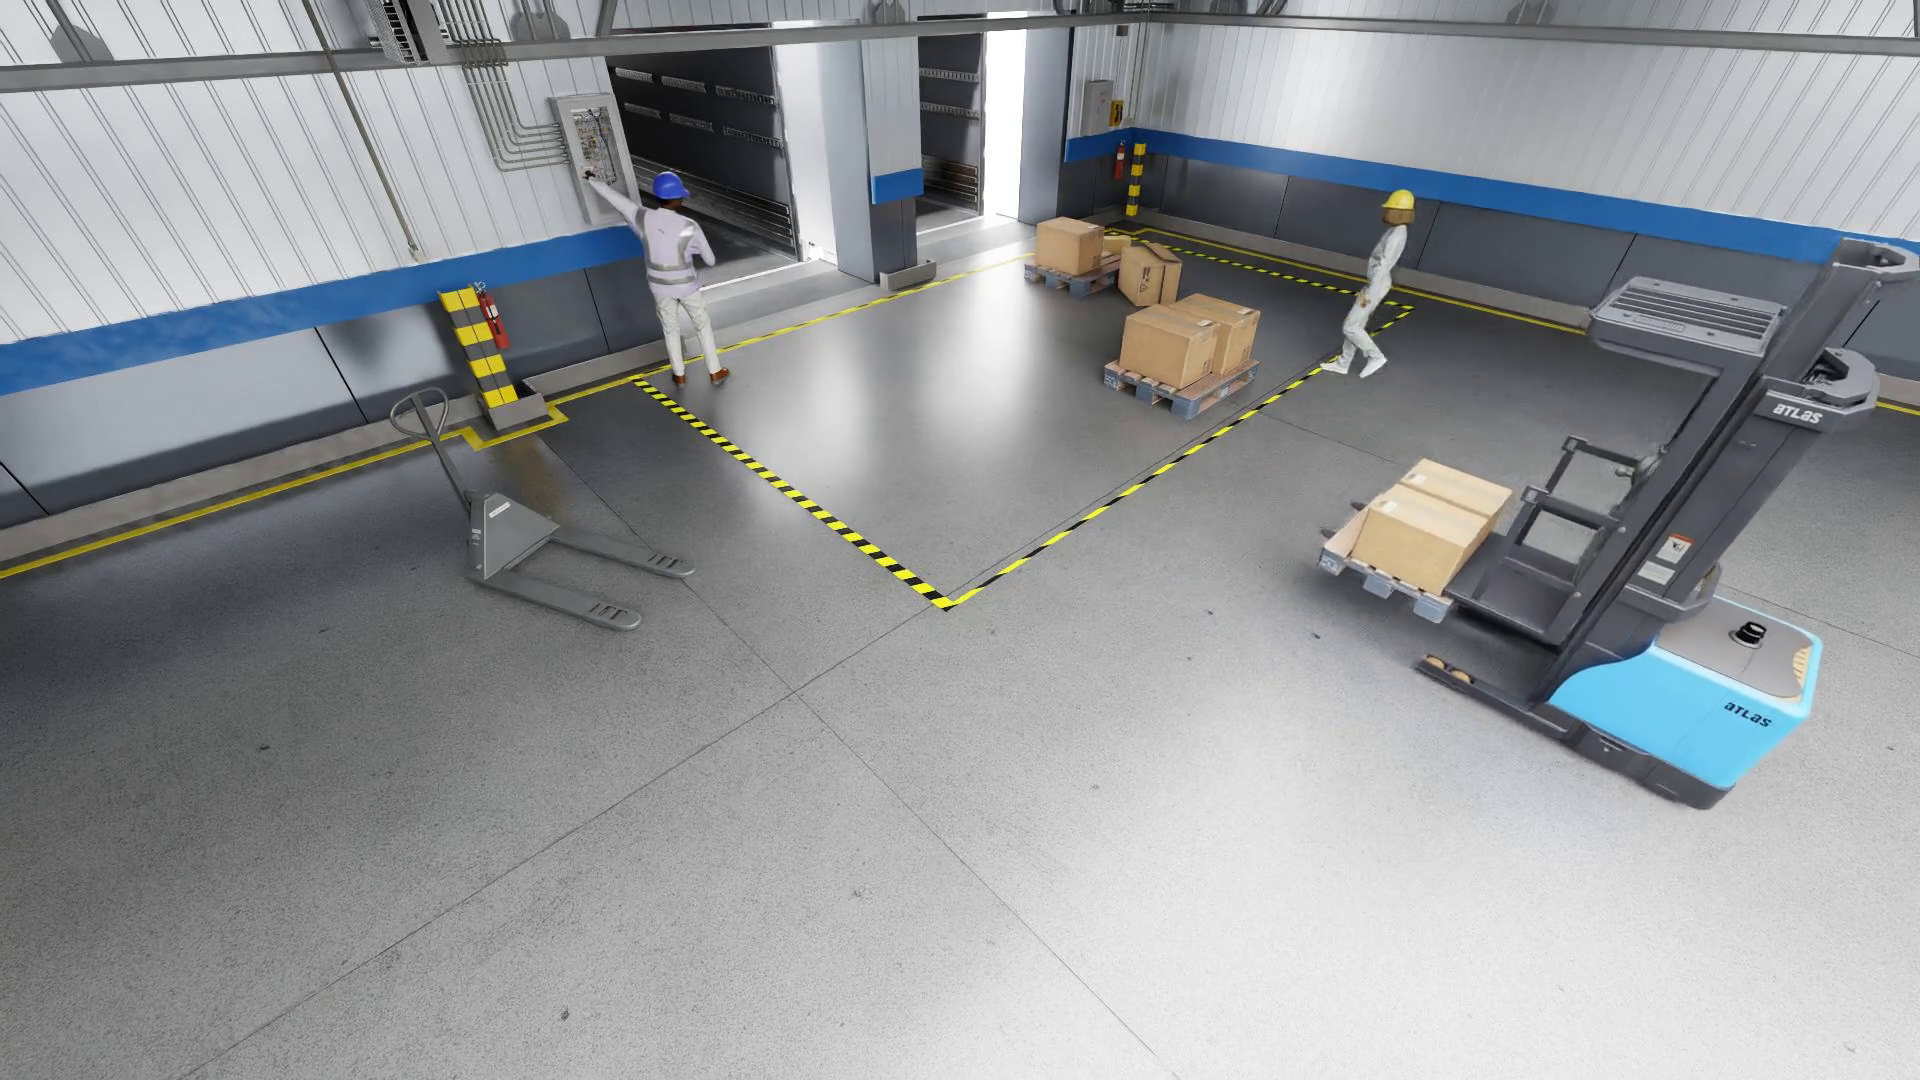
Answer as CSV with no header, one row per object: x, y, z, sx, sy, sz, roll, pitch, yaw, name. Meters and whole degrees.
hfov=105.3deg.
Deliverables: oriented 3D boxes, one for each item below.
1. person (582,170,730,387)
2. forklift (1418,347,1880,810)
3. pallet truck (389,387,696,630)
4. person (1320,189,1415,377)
-2.787,-2.420,6.860,1.072,1.908,0.684,-4,38,-5,person
3.513,0.203,3.355,0.716,2.013,0.776,-30,47,-33,forklift
-2.613,-0.247,4.593,1.601,1.201,0.680,14,40,17,pallet truck
3.936,-2.357,6.914,0.562,1.727,0.497,19,42,23,person
